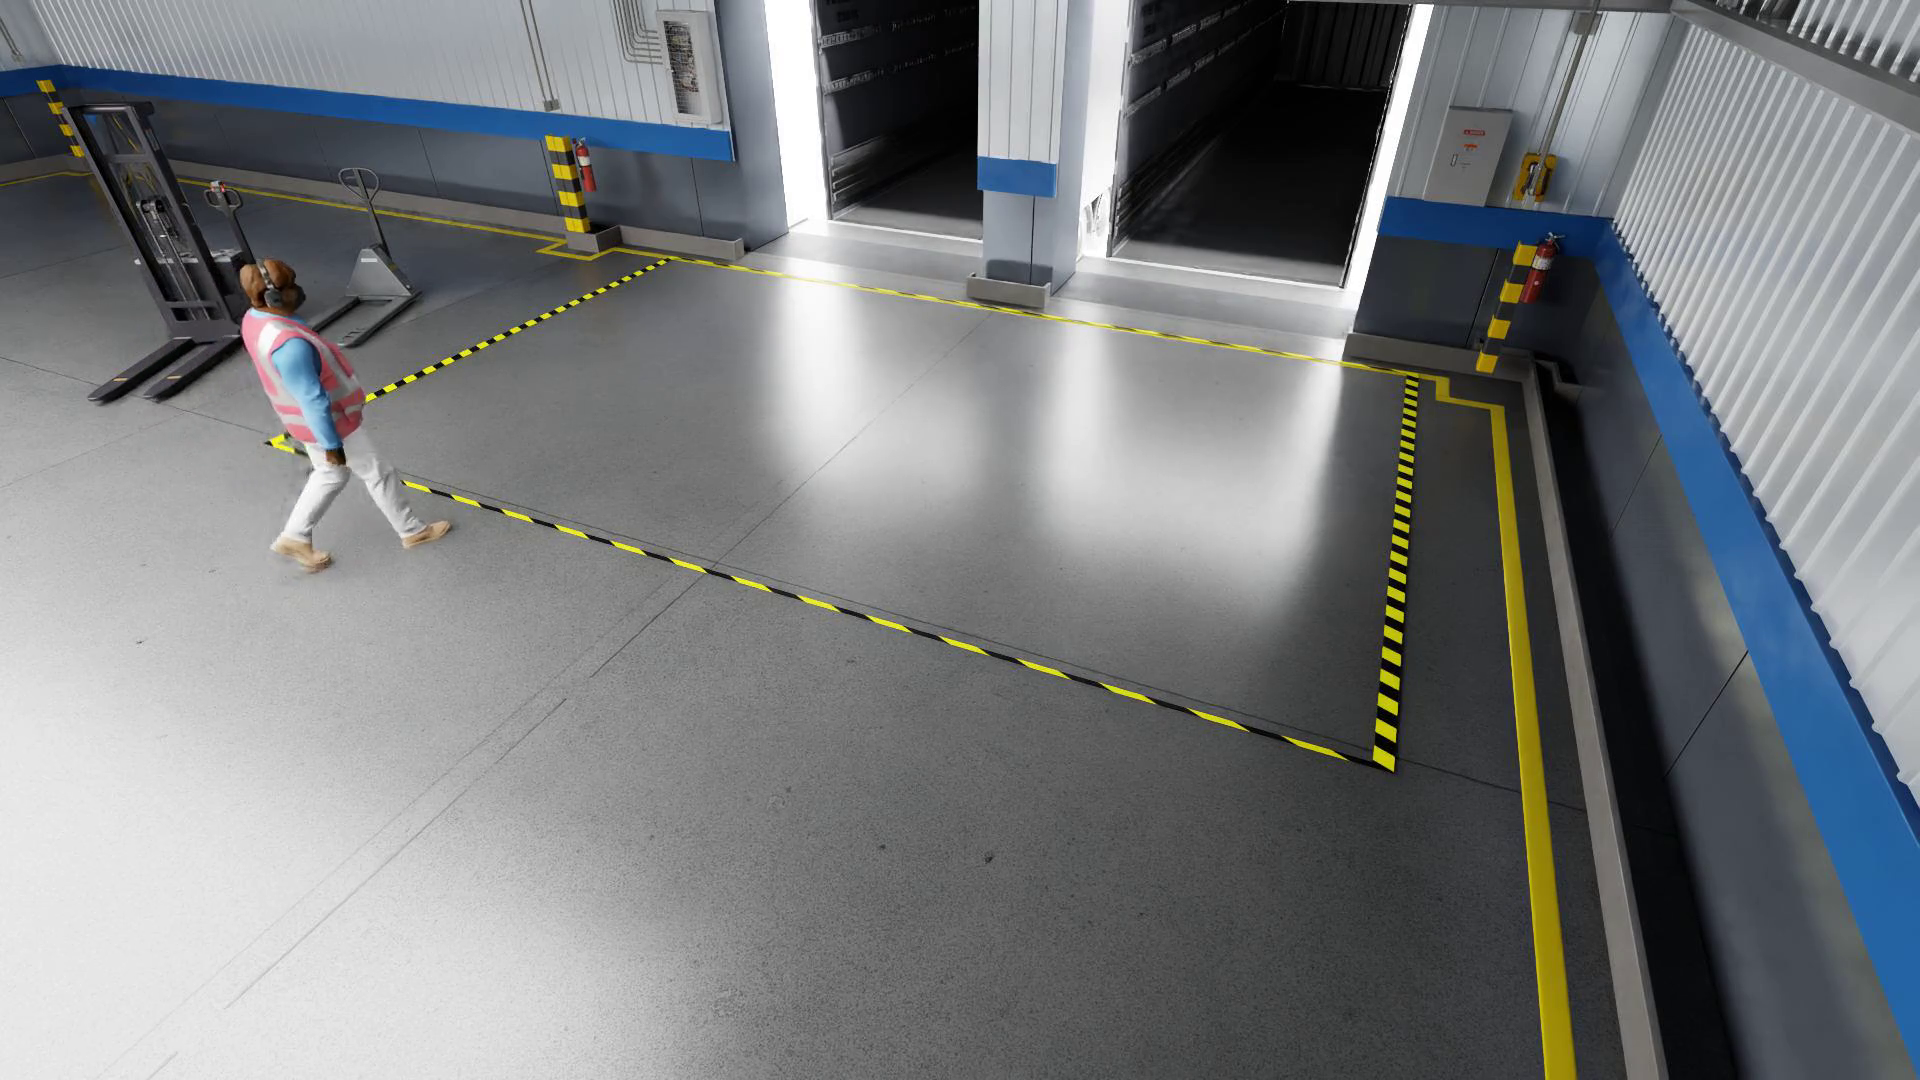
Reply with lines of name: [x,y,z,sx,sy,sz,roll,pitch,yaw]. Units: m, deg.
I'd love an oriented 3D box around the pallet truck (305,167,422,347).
pallet truck: [-5.732,-2.611,8.414,0.680,1.201,1.601,-1,35,-1]

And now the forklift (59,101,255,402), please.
forklift: [-6.686,-2.387,7.434,0.823,1.965,1.885,-3,35,-5]

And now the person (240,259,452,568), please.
person: [-3.606,-0.650,5.117,0.633,1.809,0.894,29,44,35]
